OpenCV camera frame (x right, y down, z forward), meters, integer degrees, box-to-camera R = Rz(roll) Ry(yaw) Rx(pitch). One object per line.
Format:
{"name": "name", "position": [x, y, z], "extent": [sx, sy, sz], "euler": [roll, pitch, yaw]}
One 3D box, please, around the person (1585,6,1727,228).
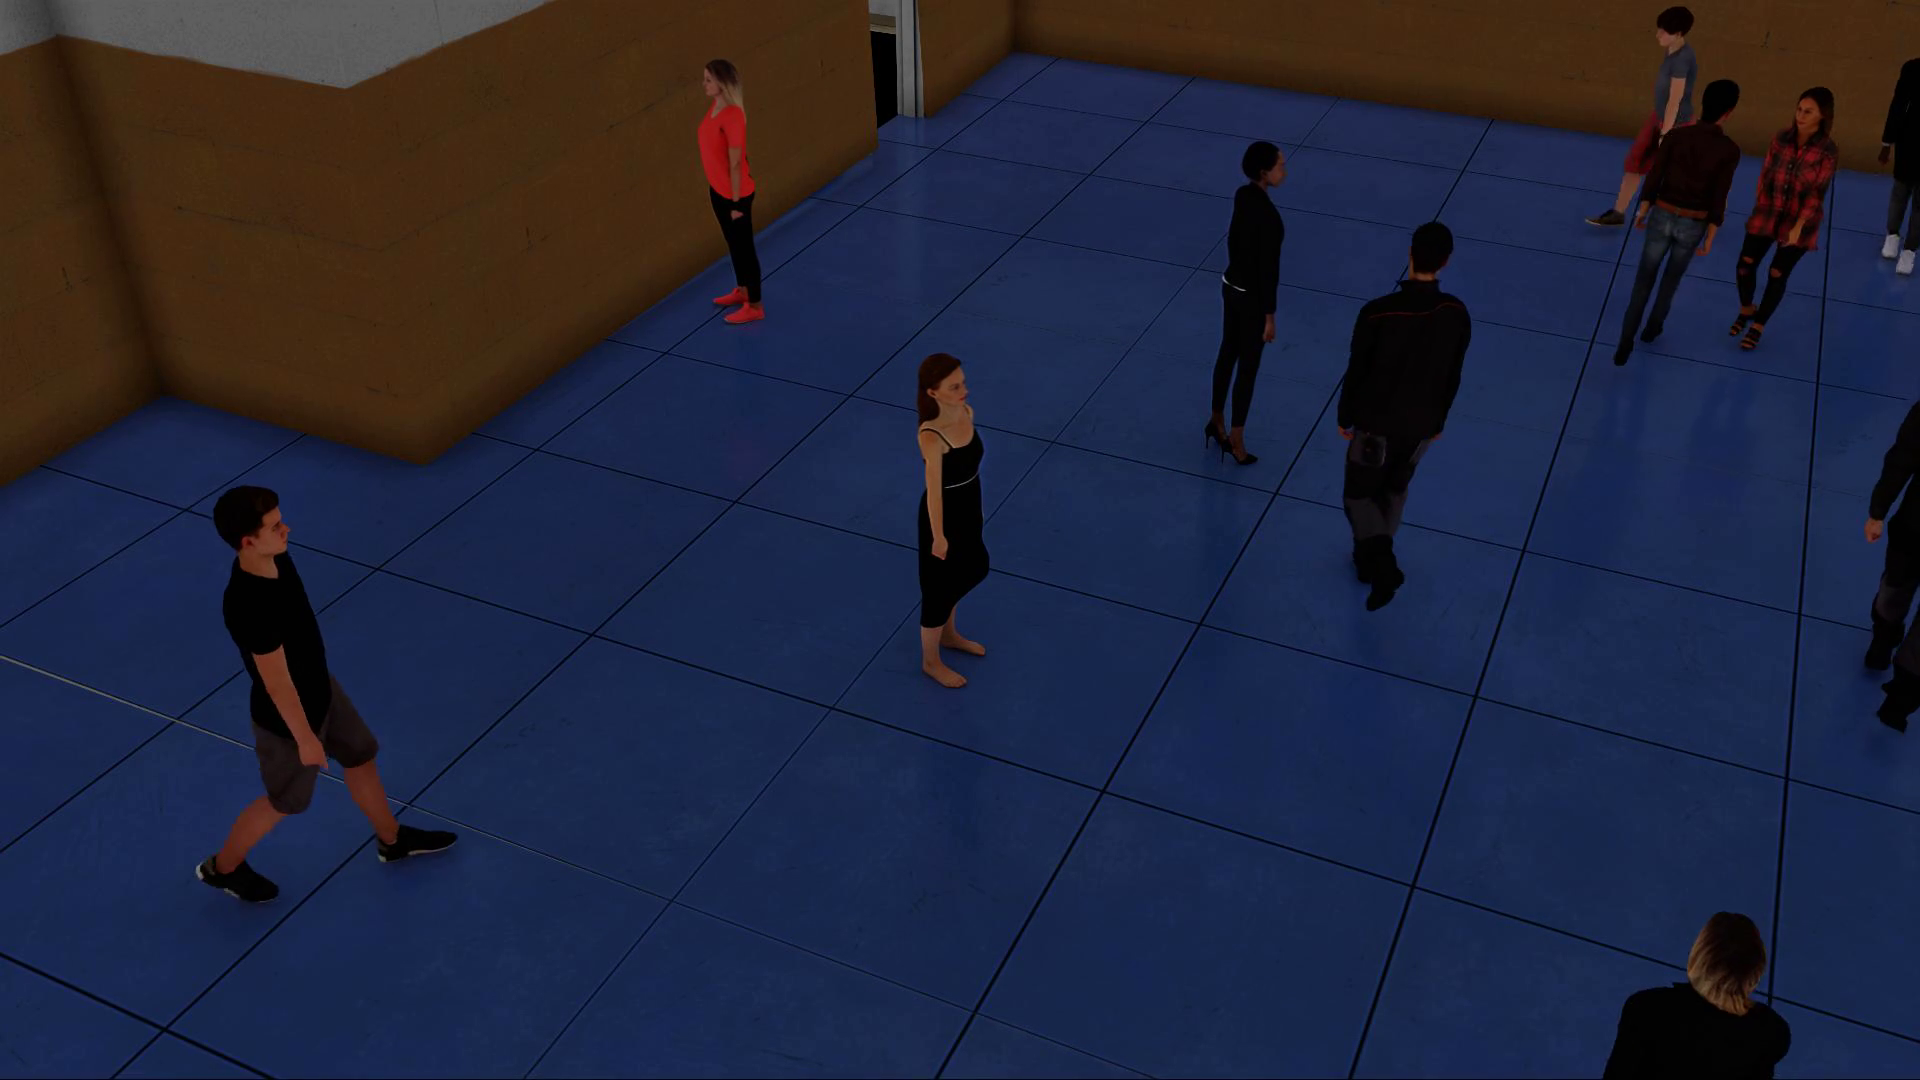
{"name": "person", "position": [5.106, -2.909, 11.720], "extent": [1.261, 1.590, 0.892], "euler": [3, 34, 5]}

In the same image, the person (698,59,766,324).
{"name": "person", "position": [-1.448, -2.223, 10.606], "extent": [0.730, 1.694, 0.658], "euler": [-14, 36, -20]}

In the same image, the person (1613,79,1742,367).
{"name": "person", "position": [4.293, -1.855, 10.014], "extent": [1.075, 1.737, 0.796], "euler": [16, 37, 23]}

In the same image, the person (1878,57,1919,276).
{"name": "person", "position": [6.594, -2.705, 11.313], "extent": [0.794, 1.714, 0.808], "euler": [18, 38, 25]}

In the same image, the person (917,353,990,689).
{"name": "person", "position": [-0.058, -0.105, 7.484], "extent": [0.552, 1.625, 0.549], "euler": [14, 36, 20]}

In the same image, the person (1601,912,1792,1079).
{"name": "person", "position": [1.981, 1.764, 4.664], "extent": [1.000, 1.637, 0.819], "euler": [7, 34, 10]}

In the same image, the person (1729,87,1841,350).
{"name": "person", "position": [5.112, -1.967, 10.226], "extent": [0.782, 1.688, 0.705], "euler": [-25, 41, -33]}

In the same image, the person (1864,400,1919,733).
{"name": "person", "position": [4.326, -0.110, 7.300], "extent": [1.079, 1.814, 0.939], "euler": [21, 39, 28]}

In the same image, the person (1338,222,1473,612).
{"name": "person", "position": [2.086, -0.528, 7.855], "extent": [1.111, 1.919, 1.080], "euler": [-4, 34, -6]}

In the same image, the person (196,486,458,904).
{"name": "person", "position": [-2.584, 0.621, 6.202], "extent": [1.287, 1.838, 1.147], "euler": [-7, 34, -10]}

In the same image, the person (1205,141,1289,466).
{"name": "person", "position": [1.564, -1.278, 9.058], "extent": [0.736, 1.835, 0.688], "euler": [-10, 35, -14]}
